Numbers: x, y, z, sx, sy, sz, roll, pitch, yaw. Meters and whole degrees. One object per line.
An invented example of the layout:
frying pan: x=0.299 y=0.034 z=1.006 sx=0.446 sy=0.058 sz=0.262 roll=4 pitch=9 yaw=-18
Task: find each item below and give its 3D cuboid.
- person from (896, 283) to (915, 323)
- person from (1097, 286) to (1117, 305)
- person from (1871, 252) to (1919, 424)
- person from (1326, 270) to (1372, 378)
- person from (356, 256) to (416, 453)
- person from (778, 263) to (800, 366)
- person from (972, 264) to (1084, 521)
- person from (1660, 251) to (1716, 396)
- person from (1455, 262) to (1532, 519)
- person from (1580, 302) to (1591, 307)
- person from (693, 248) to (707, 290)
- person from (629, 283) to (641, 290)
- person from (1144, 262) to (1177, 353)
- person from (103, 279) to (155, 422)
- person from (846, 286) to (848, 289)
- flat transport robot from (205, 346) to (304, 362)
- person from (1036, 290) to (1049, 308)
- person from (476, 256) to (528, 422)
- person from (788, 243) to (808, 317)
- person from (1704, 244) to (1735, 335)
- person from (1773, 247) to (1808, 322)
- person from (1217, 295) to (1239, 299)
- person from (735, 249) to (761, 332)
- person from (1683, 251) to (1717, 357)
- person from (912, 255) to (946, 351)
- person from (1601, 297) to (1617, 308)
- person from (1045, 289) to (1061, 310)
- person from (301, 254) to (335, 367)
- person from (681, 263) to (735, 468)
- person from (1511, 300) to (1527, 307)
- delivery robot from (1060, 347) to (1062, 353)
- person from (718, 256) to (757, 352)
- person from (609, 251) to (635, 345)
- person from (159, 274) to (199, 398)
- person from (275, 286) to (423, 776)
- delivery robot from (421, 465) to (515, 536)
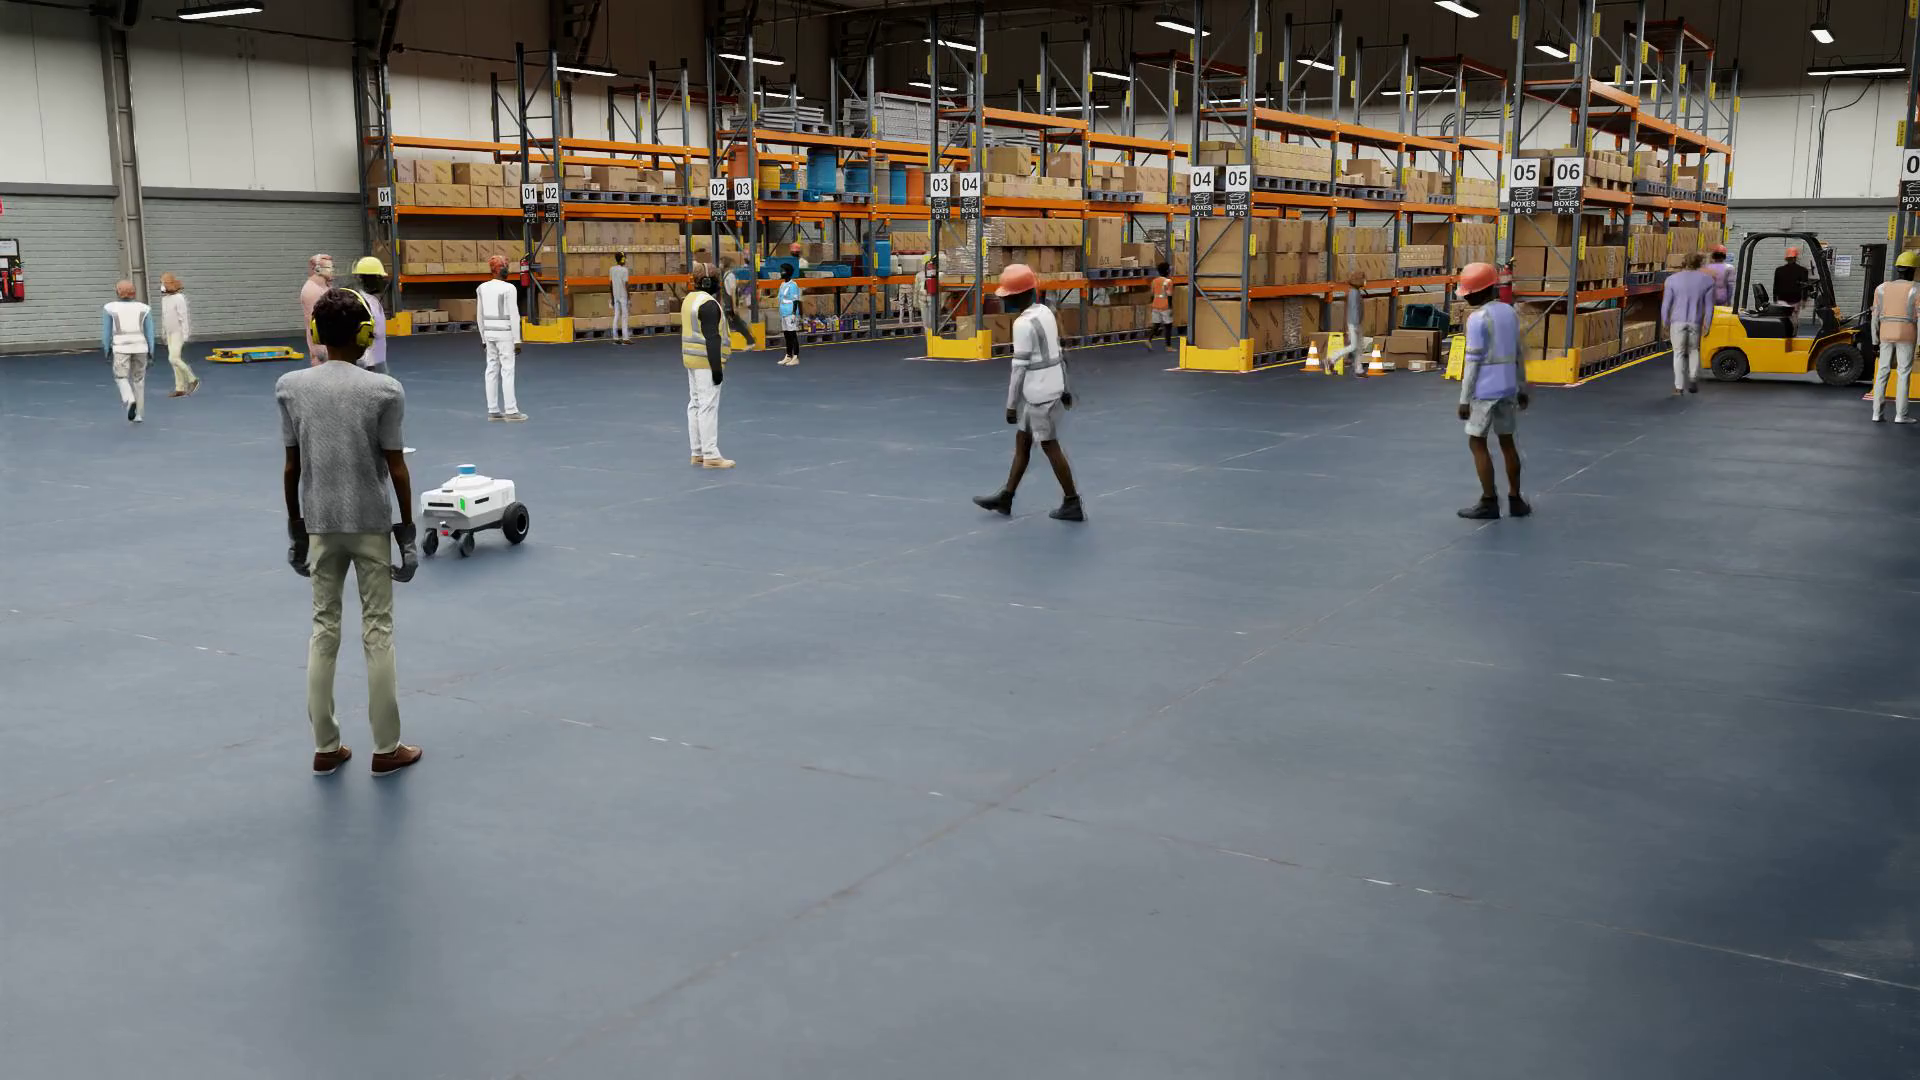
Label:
person: x=-1.293 y=-5.950 z=40.134 sx=0.513 sy=1.641 sz=0.309 roll=2 pitch=10 yaw=10
person: x=3.830 y=-6.571 z=42.847 sx=0.655 sy=1.910 sz=0.861 roll=6 pitch=12 yaw=29
person: x=10.567 y=-2.269 z=18.713 sx=0.366 sy=1.926 sz=0.594 roll=-8 pitch=13 yaw=-36
person: x=5.892 y=-3.240 z=25.011 sx=0.609 sy=1.617 sz=0.509 roll=3 pitch=11 yaw=19
person: x=-5.705 y=-1.751 z=15.889 sx=0.776 sy=1.901 sz=0.591 roll=0 pitch=10 yaw=-2
person: x=-2.840 y=-3.726 z=27.523 sx=0.316 sy=1.695 sz=0.541 roll=-6 pitch=12 yaw=-29
person: x=0.496 y=-1.064 z=12.123 sx=0.912 sy=1.868 sz=0.626 roll=3 pitch=11 yaw=17
person: x=9.692 y=-2.888 z=22.216 sx=0.633 sy=1.921 sz=0.530 roll=2 pitch=10 yaw=11
person: x=3.958 y=-1.092 z=12.259 sx=0.737 sy=1.888 sz=0.434 roll=-7 pitch=12 yaw=-35
person: x=15.217 y=-6.145 z=40.604 sx=0.439 sy=1.858 sz=0.523 roll=4 pitch=11 yaw=19
person: x=-6.395 y=-6.341 z=41.652 sx=0.595 sy=1.889 sz=0.851 roll=6 pitch=12 yaw=32
person: x=-7.604 y=-5.702 z=38.208 sx=0.599 sy=1.830 sz=0.404 roll=5 pitch=11 yaw=28
person: x=3.721 y=-4.289 z=30.725 sx=0.649 sy=1.685 sz=0.541 roll=-8 pitch=13 yaw=-37
person: x=-9.296 y=-2.110 z=18.656 sx=0.532 sy=1.621 sz=0.556 roll=-7 pitch=12 yaw=-35
person: x=-3.465 y=-7.136 z=45.913 sx=0.628 sy=1.943 sz=1.005 roll=7 pitch=12 yaw=34
flat transport robot: x=-12.131 y=-3.207 z=28.610 sx=0.652 sy=0.197 sz=1.431 roll=8 pitch=13 yaw=37
person: x=1.969 y=-5.843 z=39.317 sx=0.536 sy=1.723 sz=0.915 roll=7 pitch=12 yaw=33
person: x=-5.232 y=-2.286 z=18.941 sx=0.574 sy=1.881 sz=0.357 roll=6 pitch=12 yaw=28
person: x=-3.856 y=-5.937 z=38.972 sx=0.642 sy=2.028 sz=0.424 roll=6 pitch=12 yaw=32
person: x=14.313 y=-4.595 z=31.539 sx=0.618 sy=2.011 sz=0.985 roll=6 pitch=12 yaw=30
person: x=15.910 y=-4.624 z=31.871 sx=0.633 sy=1.947 sz=1.016 roll=7 pitch=12 yaw=35
person: x=5.849 y=-5.382 z=36.137 sx=0.371 sy=1.934 sz=0.627 roll=-9 pitch=13 yaw=-40
person: x=-4.689 y=-5.479 z=36.813 sx=0.568 sy=1.885 sz=0.985 roll=7 pitch=12 yaw=35
person: x=12.983 y=-4.144 z=29.336 sx=0.650 sy=1.883 sz=0.749 roll=6 pitch=12 yaw=32
person: x=-0.617 y=-4.406 z=31.029 sx=0.623 sy=1.803 sz=0.757 roll=4 pitch=11 yaw=20
person: x=15.361 y=-5.893 z=39.314 sx=0.625 sy=1.814 sz=0.595 roll=3 pitch=11 yaw=17
person: x=1.913 y=-5.194 z=35.634 sx=0.518 sy=1.725 sz=0.393 roll=4 pitch=11 yaw=22
person: x=-6.801 y=-2.104 z=17.854 sx=0.404 sy=1.905 sz=0.650 roll=-1 pitch=10 yaw=-8
person: x=-2.287 y=-1.572 z=15.052 sx=0.430 sy=1.845 sz=0.624 roll=-5 pitch=11 yaw=-26
person: x=13.796 y=-6.260 z=40.755 sx=0.975 sy=2.000 sz=0.688 roll=5 pitch=11 yaw=26
delivery robot: x=1.268 y=-2.841 z=25.499 sx=0.477 sy=0.478 sz=0.707 roll=6 pitch=12 yaw=32
person: x=-4.258 y=-4.390 z=30.994 sx=0.994 sy=1.792 sz=0.498 roll=-2 pitch=10 yaw=-9
person: x=-6.779 y=-4.836 z=33.269 sx=0.533 sy=1.864 sz=0.310 roll=6 pitch=12 yaw=31
person: x=-10.317 y=-2.677 z=21.835 sx=0.529 sy=1.620 sz=0.355 roll=8 pitch=13 yaw=38
person: x=-2.316 y=-0.022 z=6.325 sx=0.508 sy=1.863 sz=0.312 roll=0 pitch=10 yaw=2
delivery robot: x=-3.255 y=-0.256 z=11.025 sx=0.477 sy=0.478 sz=0.707 roll=3 pitch=10 yaw=14
